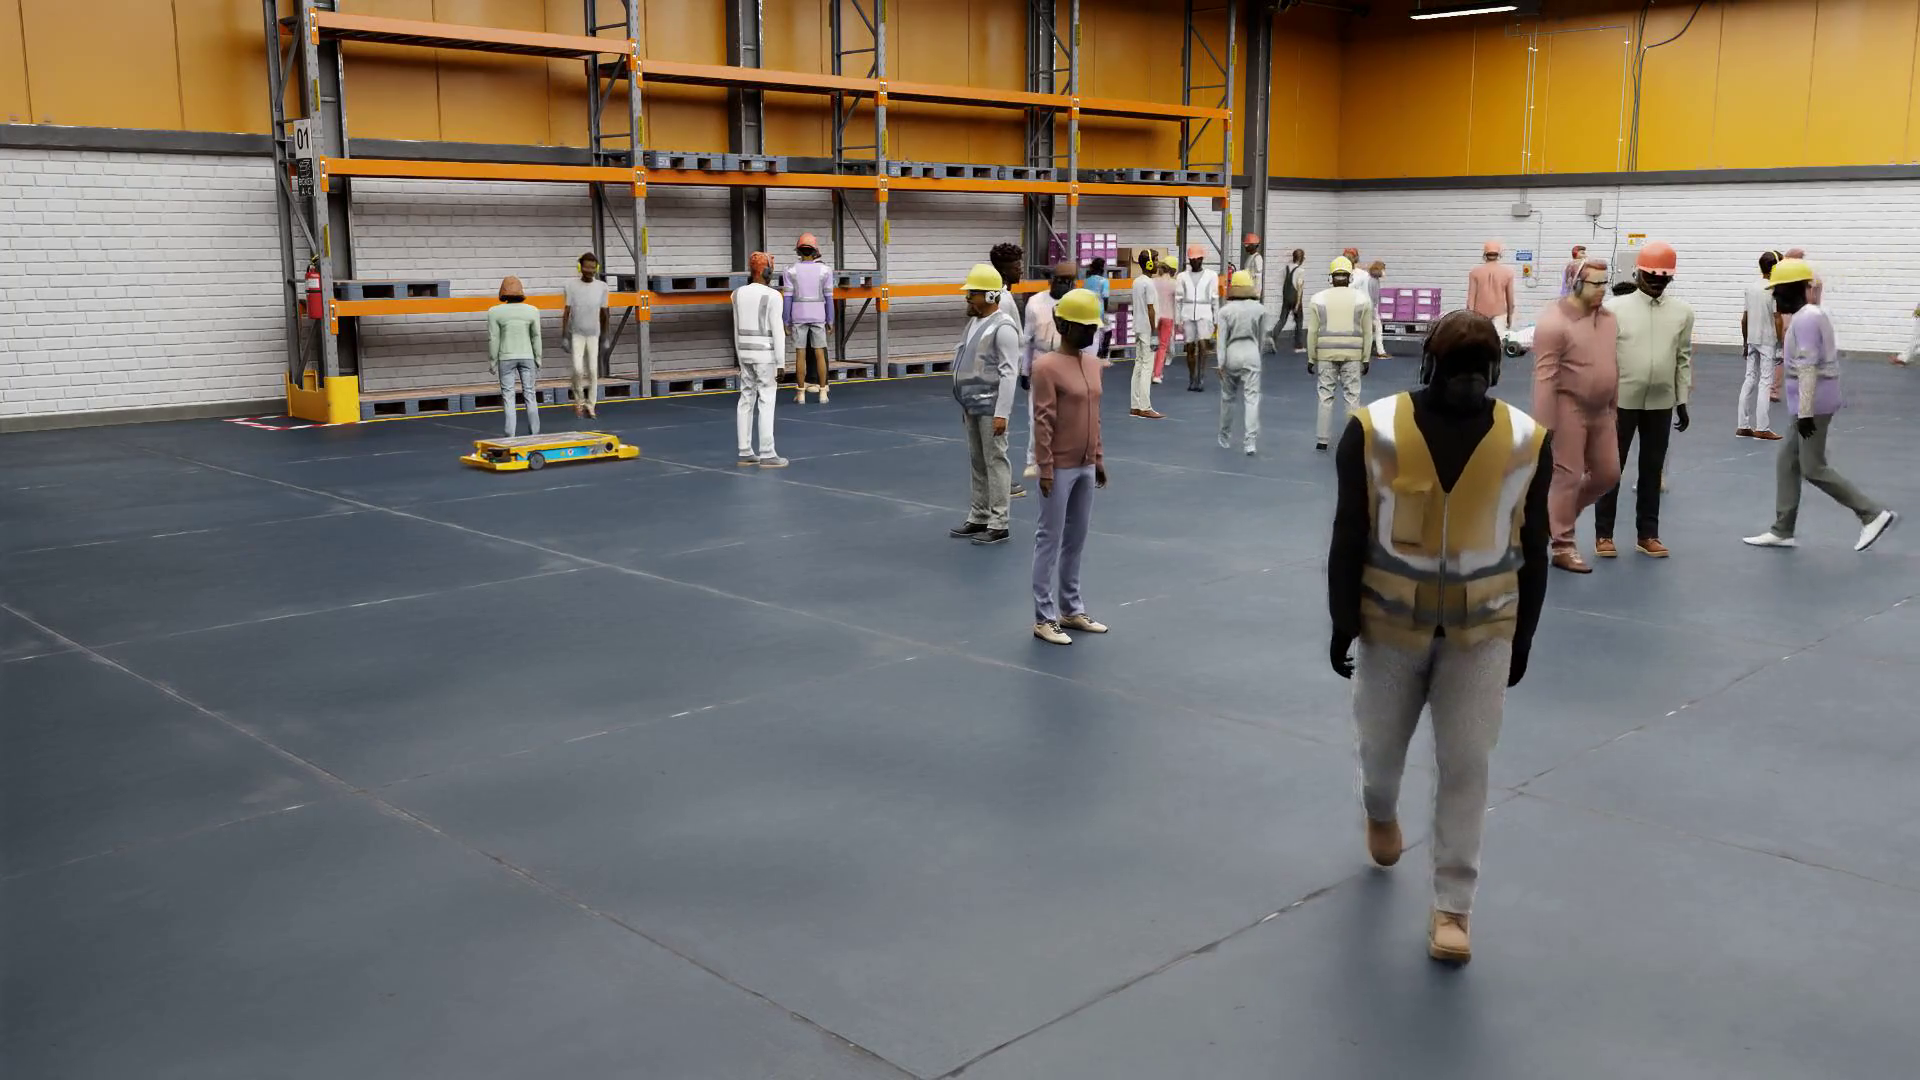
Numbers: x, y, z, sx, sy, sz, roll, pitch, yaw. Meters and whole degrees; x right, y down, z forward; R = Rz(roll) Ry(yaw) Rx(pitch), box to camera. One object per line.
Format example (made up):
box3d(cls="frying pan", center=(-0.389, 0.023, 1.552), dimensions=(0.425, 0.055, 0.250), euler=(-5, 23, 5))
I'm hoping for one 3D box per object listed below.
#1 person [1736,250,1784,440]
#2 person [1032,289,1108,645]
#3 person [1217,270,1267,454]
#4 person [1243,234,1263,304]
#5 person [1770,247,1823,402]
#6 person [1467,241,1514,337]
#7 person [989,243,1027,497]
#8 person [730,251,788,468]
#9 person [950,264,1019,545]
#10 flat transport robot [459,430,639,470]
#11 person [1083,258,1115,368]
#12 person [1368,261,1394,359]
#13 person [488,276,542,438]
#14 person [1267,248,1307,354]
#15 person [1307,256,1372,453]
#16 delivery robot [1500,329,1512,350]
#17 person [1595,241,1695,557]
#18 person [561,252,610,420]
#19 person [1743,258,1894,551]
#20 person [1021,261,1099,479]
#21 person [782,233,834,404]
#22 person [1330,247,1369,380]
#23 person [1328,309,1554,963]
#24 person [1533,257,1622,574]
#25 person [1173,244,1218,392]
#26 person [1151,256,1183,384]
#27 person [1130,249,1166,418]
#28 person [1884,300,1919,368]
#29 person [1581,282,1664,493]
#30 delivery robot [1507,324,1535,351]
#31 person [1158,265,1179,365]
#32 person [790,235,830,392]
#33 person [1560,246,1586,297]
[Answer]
box3d(cls="person", center=(7.995, -1.931, 16.539), dimensions=(0.328, 1.872, 0.515), euler=(-4, 11, -19))
box3d(cls="person", center=(0.562, -0.369, 8.323), dimensions=(0.320, 1.763, 0.522), euler=(8, 13, 38))
box3d(cls="person", center=(2.628, -1.660, 15.544), dimensions=(0.479, 1.698, 0.903), euler=(0, 10, 2))
box3d(cls="person", center=(5.398, -4.637, 30.822), dimensions=(0.381, 2.045, 0.605), euler=(-1, 10, -6))
box3d(cls="person", center=(10.035, -2.576, 20.043), dimensions=(0.650, 1.887, 0.653), euler=(2, 10, 8))
box3d(cls="person", center=(7.241, -3.095, 22.720), dimensions=(0.633, 1.941, 1.051), euler=(2, 11, 11))
box3d(cls="person", center=(0.324, -1.324, 12.963), dimensions=(0.374, 1.966, 0.608), euler=(0, 10, -3))
box3d(cls="person", center=(-1.743, -1.562, 14.503), dimensions=(0.571, 1.882, 0.338), euler=(7, 13, 34))
box3d(cls="person", center=(0.157, -0.887, 10.946), dimensions=(0.403, 1.834, 0.588), euler=(-5, 11, -24))
box3d(cls="flat transport robot", center=(-3.645, -0.809, 14.782), dimensions=(1.431, 0.197, 0.652), euler=(-10, 14, -44))
box3d(cls="person", center=(2.123, -3.448, 25.332), dimensions=(0.633, 1.669, 0.552), euler=(-9, 14, -41))
box3d(cls="person", center=(6.728, -3.699, 26.914), dimensions=(0.762, 1.592, 0.521), euler=(5, 12, 27))
box3d(cls="person", center=(-4.275, -1.714, 16.001), dimensions=(0.507, 1.631, 0.268), euler=(-5, 12, -27))
box3d(cls="person", center=(5.624, -4.075, 28.419), dimensions=(0.908, 1.808, 0.529), euler=(-9, 14, -40))
box3d(cls="person", center=(3.523, -1.711, 15.455), dimensions=(0.588, 1.828, 0.403), euler=(2, 11, 12))
box3d(cls="delivery robot", center=(9.019, -3.448, 28.143), dimensions=(0.477, 0.478, 0.707), euler=(-6, 12, -30))
box3d(cls="person", center=(4.289, -0.874, 10.460), dimensions=(0.608, 1.986, 0.389), euler=(0, 10, 0))
box3d(cls="person", center=(-4.108, -2.234, 18.272), dimensions=(0.531, 1.839, 0.506), euler=(-4, 11, -19))
box3d(cls="person", center=(5.518, -0.853, 10.635), dimensions=(0.813, 1.883, 0.630), euler=(5, 11, 24))
box3d(cls="person", center=(0.814, -1.378, 13.711), dimensions=(0.676, 1.807, 0.462), euler=(4, 11, 22))
box3d(cls="person", center=(-1.835, -2.665, 20.070), dimensions=(0.614, 2.041, 0.393), euler=(-2, 11, -11))
box3d(cls="person", center=(5.511, -3.203, 23.501), dimensions=(0.575, 1.865, 0.740), euler=(10, 14, 42))
box3d(cls="person", center=(1.394, 0.230, 4.892), dimensions=(0.624, 1.821, 0.810), euler=(2, 11, 13))
box3d(cls="person", center=(3.737, -0.758, 10.073), dimensions=(0.670, 1.888, 0.457), euler=(-6, 12, -28))
box3d(cls="person", center=(3.029, -2.858, 21.486), dimensions=(0.568, 1.904, 0.770), euler=(3, 11, 16))
box3d(cls="person", center=(2.825, -3.018, 22.823), dimensions=(0.546, 1.724, 0.788), euler=(5, 12, 26))
box3d(cls="person", center=(2.081, -2.286, 18.477), dimensions=(0.328, 1.872, 0.509), euler=(-3, 11, -17))
box3d(cls="person", center=(14.648, -3.509, 25.103), dimensions=(1.027, 1.884, 0.650), euler=(6, 12, 30))
box3d(cls="person", center=(5.174, -1.184, 13.038), dimensions=(0.838, 1.650, 0.549), euler=(0, 10, -2))
box3d(cls="delivery robot", center=(9.465, -3.341, 27.562), dimensions=(0.707, 0.478, 0.477), euler=(7, 12, 32))
box3d(cls="person", center=(3.161, -3.452, 25.583), dimensions=(0.522, 1.608, 0.805), euler=(2, 11, 9))
box3d(cls="person", center=(-1.975, -2.943, 21.590), dimensions=(0.535, 2.000, 0.675), euler=(-6, 12, -28))
box3d(cls="person", center=(10.653, -4.197, 28.971), dimensions=(0.387, 1.841, 0.565), euler=(4, 11, 22))
